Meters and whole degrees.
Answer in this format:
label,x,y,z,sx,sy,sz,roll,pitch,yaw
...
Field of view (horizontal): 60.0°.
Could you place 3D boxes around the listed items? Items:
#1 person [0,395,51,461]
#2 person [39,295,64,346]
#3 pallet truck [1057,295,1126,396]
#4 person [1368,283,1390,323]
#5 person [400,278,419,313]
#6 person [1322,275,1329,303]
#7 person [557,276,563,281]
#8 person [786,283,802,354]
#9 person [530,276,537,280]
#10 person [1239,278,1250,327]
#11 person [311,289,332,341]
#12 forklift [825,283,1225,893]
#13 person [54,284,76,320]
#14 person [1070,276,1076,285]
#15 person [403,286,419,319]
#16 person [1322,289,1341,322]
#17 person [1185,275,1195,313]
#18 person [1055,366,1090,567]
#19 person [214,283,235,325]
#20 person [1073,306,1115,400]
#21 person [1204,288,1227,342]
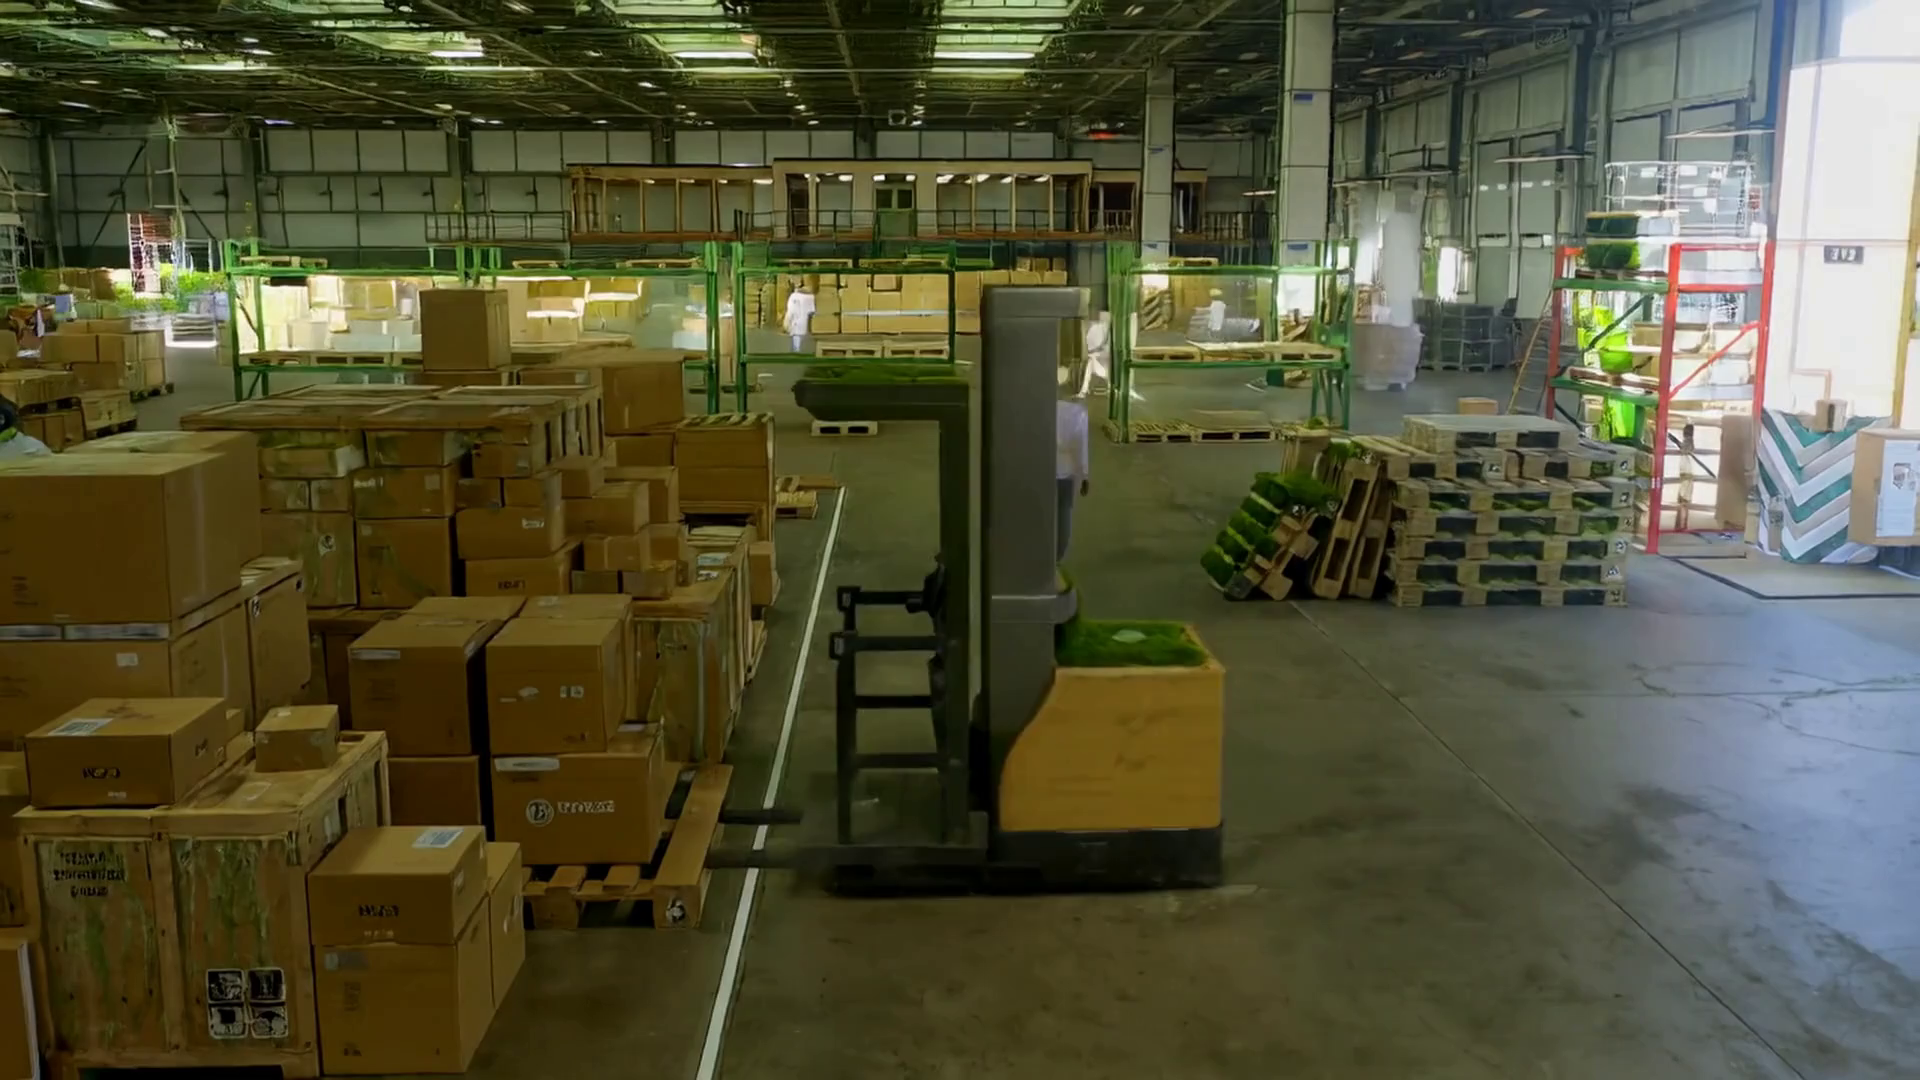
label,x,y,z,sx,sy,sz,roll,pitch,yaw
person,-6.868,-0.081,12.056,0.632,1.940,0.372,1,10,4
person,-19.783,-4.393,36.274,0.528,1.869,0.307,-4,11,-19
pallet truck,2.483,-3.881,33.060,1.885,1.965,0.823,-7,13,-36
person,12.752,-6.939,50.675,0.641,1.798,0.950,4,11,22
person,-17.491,-7.366,52.845,0.536,1.865,0.312,-2,10,-13
person,12.597,-8.277,57.836,0.990,1.901,0.625,9,14,41
person,-14.323,-8.583,59.738,0.521,1.833,0.430,-7,12,-33
person,-4.418,-5.872,44.315,0.371,1.940,0.630,-4,11,-22
person,-14.138,-7.862,55.394,0.650,1.935,0.779,8,13,36
person,10.149,-8.413,59.064,0.417,1.734,0.496,7,12,34
person,-17.076,-5.821,44.513,0.533,1.767,0.326,-2,10,-12
forklift,0.292,0.172,8.022,1.873,2.768,1.129,0,10,-2
person,-23.777,-5.823,44.159,0.554,1.910,0.884,-1,10,-4
person,3.749,-7.935,56.022,0.374,1.872,0.590,-7,12,-34
person,-14.298,-5.704,43.584,0.603,1.865,0.978,8,13,39
person,9.098,-5.251,41.041,0.601,1.880,0.974,6,12,28
person,9.822,-10.652,70.815,0.403,1.986,0.612,9,14,41
person,0.891,-0.638,15.259,0.595,1.905,0.804,0,10,-1
person,-20.667,-6.288,46.804,0.550,1.891,1.008,-2,10,-12
person,2.700,-3.595,32.033,0.934,1.808,0.614,-3,11,-17
person,6.199,-5.158,40.409,0.553,1.922,0.419,-10,14,-43
